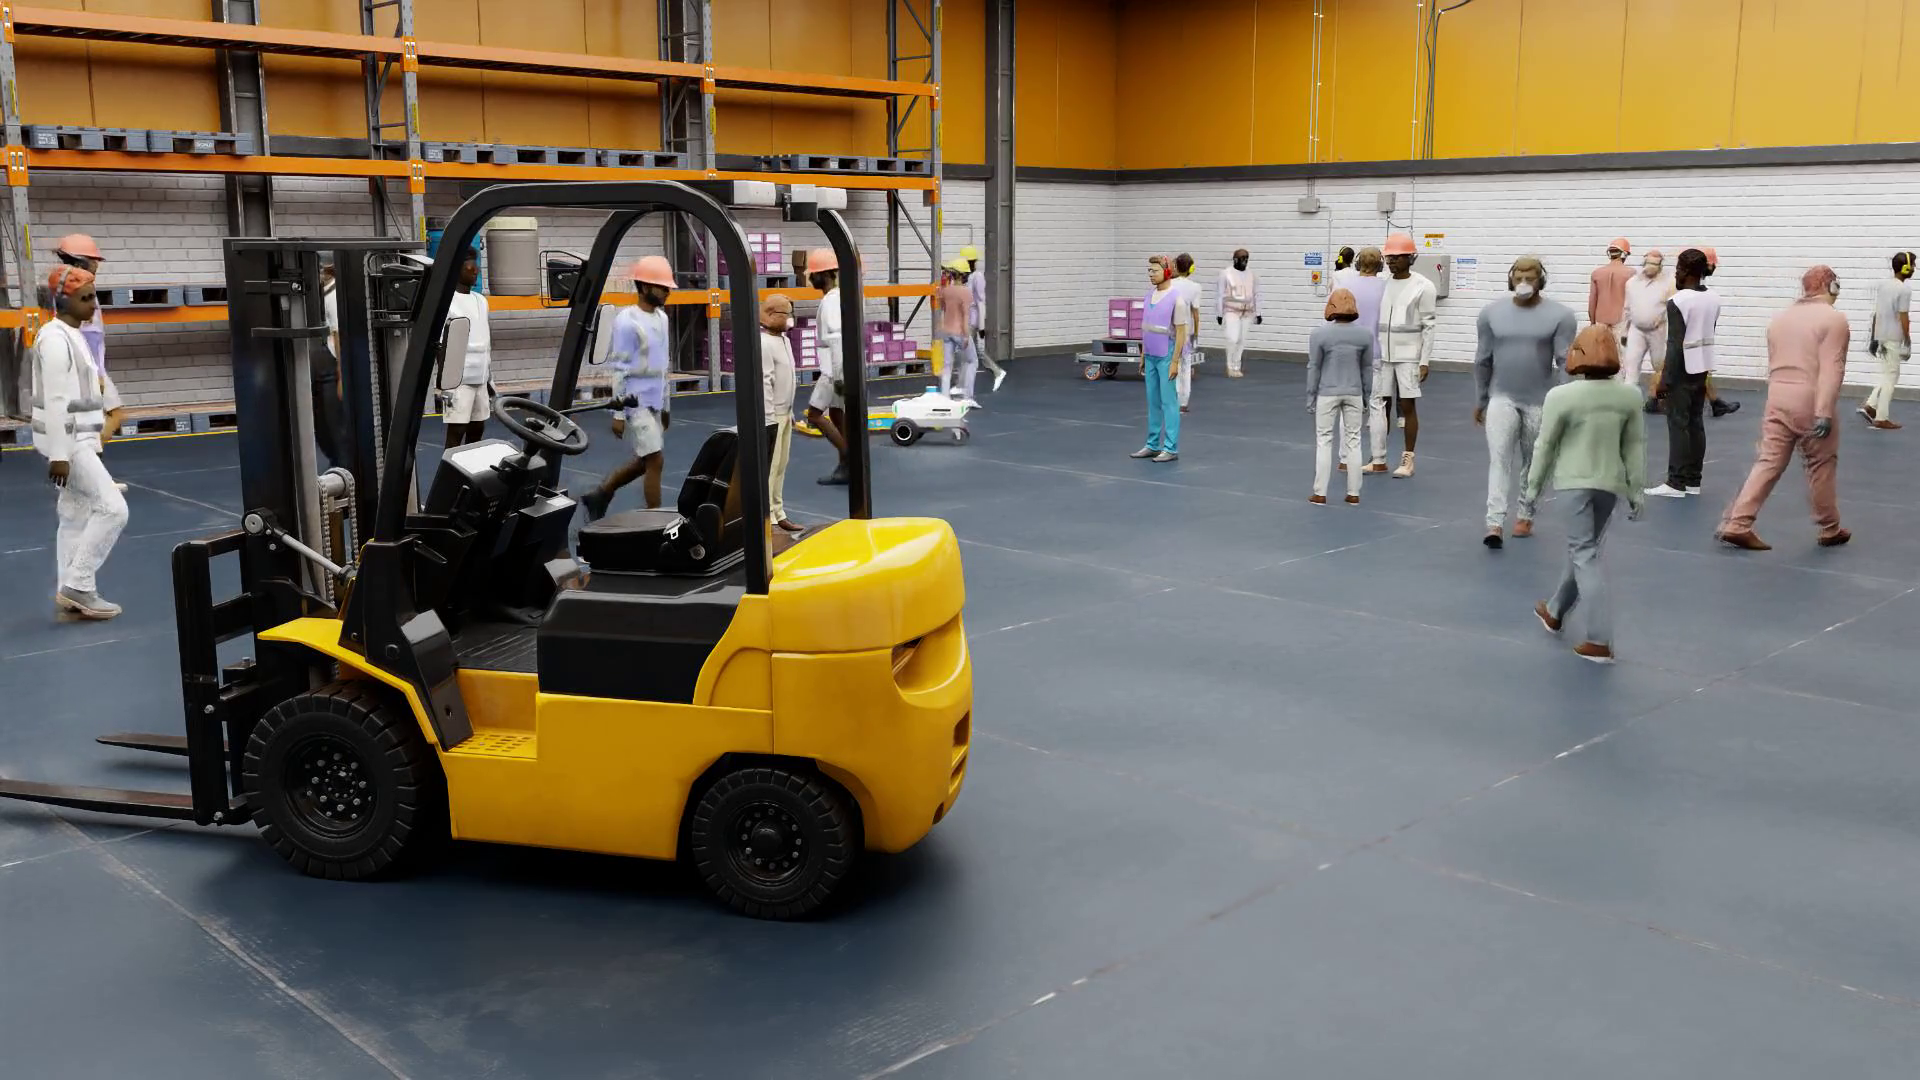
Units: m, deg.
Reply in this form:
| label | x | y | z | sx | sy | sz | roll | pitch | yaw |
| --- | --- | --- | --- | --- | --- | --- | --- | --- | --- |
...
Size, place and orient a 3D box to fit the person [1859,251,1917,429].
| label | x | y | z | sx | sy | sz | roll | pitch | yaw |
| --- | --- | --- | --- | --- | --- | --- | --- | --- | --- |
| person | 9.758 | -2.076 | 17.370 | 0.394 | 1.852 | 0.560 | -1 | 10 | -4 |

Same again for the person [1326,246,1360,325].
| label | x | y | z | sx | sy | sz | roll | pitch | yaw |
| --- | --- | --- | --- | --- | --- | --- | --- | --- | --- |
| person | 5.171 | -3.002 | 22.411 | 0.520 | 1.862 | 0.328 | -5 | 11 | -25 |

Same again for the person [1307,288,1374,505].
| label | x | y | z | sx | sy | sz | roll | pitch | yaw |
| --- | --- | --- | --- | --- | --- | --- | --- | --- | --- |
| person | 2.853 | -1.068 | 12.503 | 0.501 | 1.626 | 0.277 | -1 | 10 | -3 |

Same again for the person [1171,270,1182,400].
| label | x | y | z | sx | sy | sz | roll | pitch | yaw |
| --- | --- | --- | --- | --- | --- | --- | --- | --- | --- |
| person | 2.629 | -2.547 | 20.527 | 0.305 | 1.639 | 0.522 | -1 | 10 | -7 |

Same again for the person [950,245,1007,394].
| label | x | y | z | sx | sy | sz | roll | pitch | yaw |
| --- | --- | --- | --- | --- | --- | --- | --- | --- | --- |
| person | 0.205 | -2.813 | 21.266 | 0.850 | 1.901 | 0.589 | -3 | 11 | -16 |

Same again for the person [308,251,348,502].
| label | x | y | z | sx | sy | sz | roll | pitch | yaw |
| --- | --- | --- | --- | --- | --- | --- | --- | --- | --- |
| person | -4.786 | -1.292 | 12.591 | 0.540 | 2.000 | 0.723 | -10 | 14 | -44 |

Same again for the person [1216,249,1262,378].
| label | x | y | z | sx | sy | sz | roll | pitch | yaw |
| --- | --- | --- | --- | --- | --- | --- | --- | --- | --- |
| person | 3.996 | -3.208 | 23.636 | 0.624 | 1.820 | 0.644 | -4 | 11 | -19 |

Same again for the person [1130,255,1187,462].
| label | x | y | z | sx | sy | sz | roll | pitch | yaw |
| --- | --- | --- | --- | --- | --- | --- | --- | --- | --- |
| person | 1.819 | -1.625 | 14.936 | 0.389 | 1.846 | 0.566 | -6 | 12 | -28 |

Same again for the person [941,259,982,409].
| label | x | y | z | sx | sy | sz | roll | pitch | yaw |
| --- | --- | --- | --- | --- | --- | --- | --- | --- | --- |
| person | 0.007 | -2.374 | 19.285 | 0.597 | 1.747 | 0.528 | -10 | 15 | -44 |

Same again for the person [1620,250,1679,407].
| label | x | y | z | sx | sy | sz | roll | pitch | yaw |
| --- | --- | --- | --- | --- | --- | --- | --- | --- | --- |
| person | 7.955 | -2.402 | 19.204 | 0.687 | 1.857 | 1.021 | 8 | 13 | 38 |

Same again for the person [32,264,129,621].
| label | x | y | z | sx | sy | sz | roll | pitch | yaw |
| --- | --- | --- | --- | --- | --- | --- | --- | --- | --- |
| person | -4.572 | -0.488 | 8.664 | 0.462 | 1.871 | 0.608 | -4 | 11 | -20 |

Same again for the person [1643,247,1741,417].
| label | x | y | z | sx | sy | sz | roll | pitch | yaw |
| --- | --- | --- | --- | --- | --- | --- | --- | --- | --- |
| person | 8.203 | -2.312 | 18.585 | 1.008 | 1.885 | 0.551 | 2 | 11 | 9 |

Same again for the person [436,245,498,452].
| label | x | y | z | sx | sy | sz | roll | pitch | yaw |
| --- | --- | --- | --- | --- | --- | --- | --- | --- | --- |
| person | -3.650 | -1.203 | 12.308 | 0.367 | 1.966 | 0.607 | 3 | 11 | 18 |

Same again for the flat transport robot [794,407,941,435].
| label | x | y | z | sx | sy | sz | roll | pitch | yaw |
| --- | --- | --- | --- | --- | --- | --- | --- | --- | --- |
| flat transport robot | -0.964 | -1.239 | 17.132 | 1.431 | 0.197 | 0.652 | -4 | 11 | -23 |

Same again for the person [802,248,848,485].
| label | x | y | z | sx | sy | sz | roll | pitch | yaw |
| --- | --- | --- | --- | --- | --- | --- | --- | --- | --- |
| person | -1.038 | -1.371 | 13.359 | 0.417 | 1.916 | 0.569 | 1 | 10 | 8 |

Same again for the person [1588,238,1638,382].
| label | x | y | z | sx | sy | sz | roll | pitch | yaw |
| --- | --- | --- | --- | --- | --- | --- | --- | --- | --- |
| person | 8.015 | -2.693 | 20.380 | 0.611 | 1.985 | 0.393 | 10 | 14 | 43 |

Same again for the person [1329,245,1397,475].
| label | x | y | z | sx | sy | sz | roll | pitch | yaw |
| --- | --- | --- | --- | --- | --- | --- | --- | --- | --- |
| person | 3.428 | -1.515 | 14.084 | 0.635 | 1.937 | 0.354 | 3 | 11 | 15 |

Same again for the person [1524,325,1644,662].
| label | x | y | z | sx | sy | sz | roll | pitch | yaw |
| --- | --- | --- | --- | --- | --- | --- | --- | --- | --- |
| person | 3.024 | -0.252 | 8.129 | 0.519 | 1.579 | 0.842 | -2 | 11 | -10 |

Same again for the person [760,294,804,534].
| label | x | y | z | sx | sy | sz | roll | pitch | yaw |
| --- | --- | --- | --- | --- | --- | --- | --- | --- | --- |
| person | -1.226 | -0.835 | 11.209 | 0.276 | 1.632 | 0.507 | 2 | 11 | 11 |

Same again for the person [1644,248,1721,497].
| label | x | y | z | sx | sy | sz | roll | pitch | yaw |
| --- | --- | --- | --- | --- | --- | --- | --- | --- | --- |
| person | 5.631 | -1.286 | 12.890 | 0.592 | 1.920 | 0.392 | -8 | 13 | -37 |

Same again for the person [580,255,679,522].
| label | x | y | z | sx | sy | sz | roll | pitch | yaw |
| --- | --- | --- | --- | --- | --- | --- | --- | --- | --- |
| person | -2.144 | -0.892 | 10.810 | 0.853 | 1.902 | 0.573 | 4 | 11 | 19 |

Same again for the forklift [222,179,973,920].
| label | x | y | z | sx | sy | sz | roll | pitch | yaw |
| --- | --- | --- | --- | --- | --- | --- | --- | --- | --- |
| forklift | -1.114 | -0.058 | 5.440 | 2.313 | 2.155 | 1.214 | 2 | 11 | 13 |

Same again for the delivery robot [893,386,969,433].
| label | x | y | z | sx | sy | sz | roll | pitch | yaw |
| --- | --- | --- | --- | --- | --- | --- | --- | --- | --- |
| delivery robot | -0.274 | -1.247 | 16.120 | 0.707 | 0.478 | 0.477 | 1 | 11 | 8 |

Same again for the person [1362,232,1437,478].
| label | x | y | z | sx | sy | sz | roll | pitch | yaw |
| --- | --- | --- | --- | --- | --- | --- | --- | --- | --- |
| person | 3.652 | -1.534 | 13.902 | 0.609 | 2.044 | 0.395 | 10 | 14 | 44 |

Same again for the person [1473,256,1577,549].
| label | x | y | z | sx | sy | sz | roll | pitch | yaw |
| --- | --- | --- | --- | --- | --- | --- | --- | --- | --- |
| person | 3.668 | -0.896 | 10.854 | 0.653 | 1.882 | 1.007 | 5 | 11 | 25 |

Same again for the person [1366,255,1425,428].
| label | x | y | z | sx | sy | sz | roll | pitch | yaw |
| --- | --- | --- | --- | --- | --- | --- | --- | --- | --- |
| person | 4.575 | -2.169 | 17.503 | 0.612 | 1.991 | 0.392 | 3 | 11 | 15 |

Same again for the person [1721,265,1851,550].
| label | x | y | z | sx | sy | sz | roll | pitch | yaw |
| --- | --- | --- | --- | --- | --- | --- | --- | --- | --- |
| person | 5.434 | -0.843 | 10.730 | 0.974 | 1.842 | 0.690 | -3 | 11 | -18 |

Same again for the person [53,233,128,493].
| label | x | y | z | sx | sy | sz | roll | pitch | yaw |
| --- | --- | --- | --- | --- | --- | --- | --- | --- | --- |
| person | -6.714 | -1.332 | 12.819 | 0.646 | 2.031 | 0.407 | 10 | 15 | 44 |

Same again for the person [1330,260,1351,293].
| label | x | y | z | sx | sy | sz | roll | pitch | yaw |
| --- | --- | --- | --- | --- | --- | --- | --- | --- | --- |
| person | 5.486 | -3.195 | 23.899 | 0.540 | 1.696 | 0.317 | -8 | 13 | -37 |

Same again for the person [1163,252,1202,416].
| label | x | y | z | sx | sy | sz | roll | pitch | yaw |
| --- | --- | --- | --- | --- | --- | --- | --- | --- | --- |
| person | 2.432 | -2.302 | 18.675 | 0.540 | 1.837 | 0.865 | 3 | 11 | 16 |
